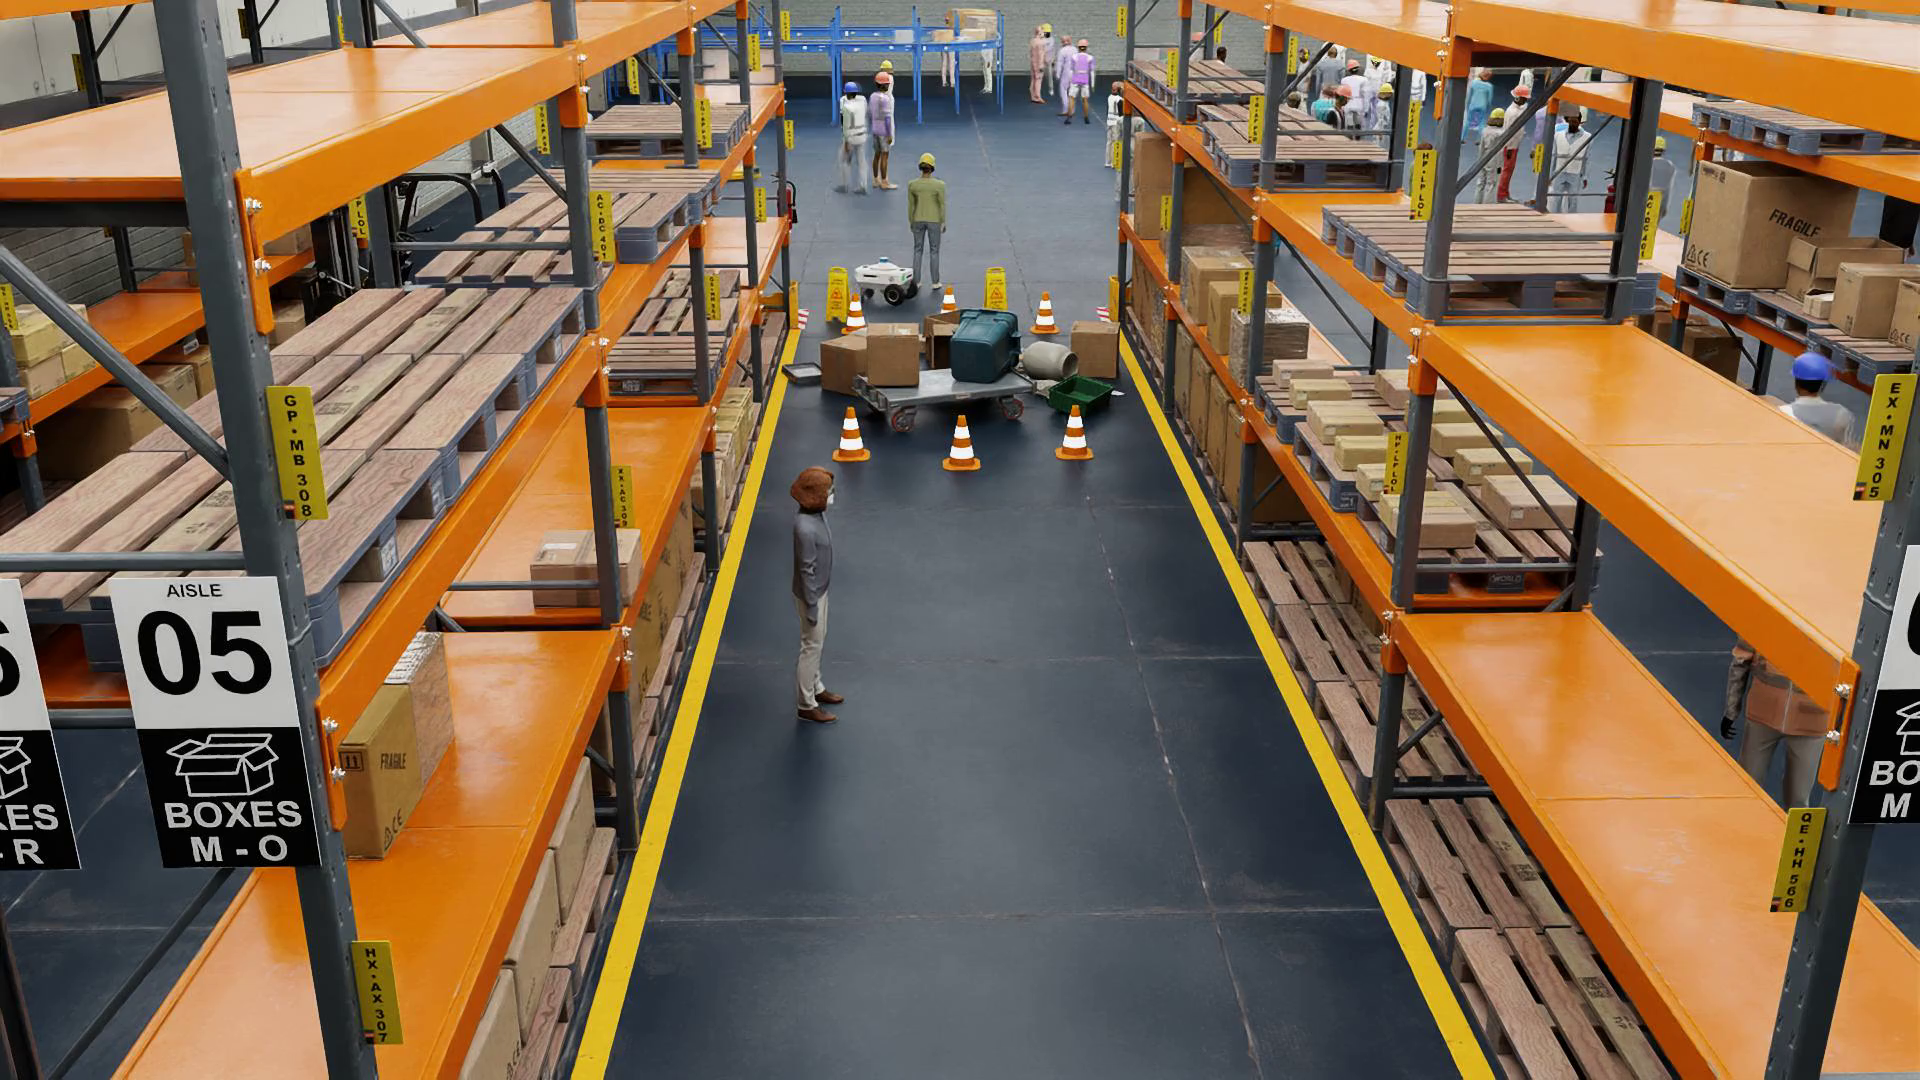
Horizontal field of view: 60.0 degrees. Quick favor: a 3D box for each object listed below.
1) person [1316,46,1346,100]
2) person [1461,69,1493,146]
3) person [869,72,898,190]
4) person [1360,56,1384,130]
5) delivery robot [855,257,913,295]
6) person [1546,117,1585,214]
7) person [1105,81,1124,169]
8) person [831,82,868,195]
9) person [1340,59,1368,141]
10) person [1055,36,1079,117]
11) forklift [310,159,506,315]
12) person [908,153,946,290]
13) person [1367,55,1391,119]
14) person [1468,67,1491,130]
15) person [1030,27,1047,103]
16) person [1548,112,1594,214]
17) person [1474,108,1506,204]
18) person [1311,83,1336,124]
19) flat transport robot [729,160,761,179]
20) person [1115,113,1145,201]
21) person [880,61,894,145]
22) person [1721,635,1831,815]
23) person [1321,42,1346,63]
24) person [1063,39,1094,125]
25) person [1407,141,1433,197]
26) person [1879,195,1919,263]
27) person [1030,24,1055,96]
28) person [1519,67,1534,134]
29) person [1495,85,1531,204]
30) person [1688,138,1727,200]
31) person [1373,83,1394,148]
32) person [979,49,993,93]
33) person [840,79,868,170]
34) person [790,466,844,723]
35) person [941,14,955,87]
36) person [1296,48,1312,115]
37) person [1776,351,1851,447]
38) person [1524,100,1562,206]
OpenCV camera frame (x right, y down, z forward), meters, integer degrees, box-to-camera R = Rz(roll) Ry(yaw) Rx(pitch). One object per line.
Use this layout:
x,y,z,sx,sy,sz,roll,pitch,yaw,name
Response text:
8.119,-9.850,36.534,0.631,1.935,0.362,6,21,15,person
10.913,-9.119,35.086,0.571,1.587,0.308,8,22,21,person
-1.367,-7.264,29.552,0.377,2.044,0.608,-13,24,-30,person
9.147,-9.867,36.829,0.525,1.760,0.332,-9,22,-22,person
-0.964,-3.351,21.149,0.707,0.478,0.477,8,22,21,delivery robot
9.520,-5.861,26.121,0.429,1.846,0.625,-15,25,-35,person
2.991,-7.982,32.010,0.310,1.638,0.523,-9,22,-22,person
-1.952,-7.012,29.048,0.835,1.915,0.617,17,26,37,person
7.955,-8.743,33.670,0.574,1.887,0.793,6,21,15,person
2.610,-11.202,40.182,0.451,1.891,0.730,17,26,37,person
-5.622,-2.910,17.832,2.313,2.155,1.214,-1,21,-1,forklift
-0.427,-4.162,21.753,0.518,1.757,0.337,7,22,17,person
10.031,-11.093,39.947,0.587,1.857,0.842,2,21,4,person
11.780,-10.253,37.653,0.392,1.910,0.598,-6,21,-15,person
2.040,-12.264,42.957,0.400,1.910,0.643,-6,22,-15,person
9.174,-5.503,25.069,0.600,1.917,0.377,13,24,30,person
8.561,-6.063,26.796,0.321,1.741,0.489,-9,22,-21,person
6.504,-7.273,29.885,0.600,1.819,0.508,-5,21,-12,person
-4.233,-6.989,31.289,0.652,0.197,1.431,-8,22,-19,flat transport robot
2.897,-6.665,28.407,0.490,1.730,0.324,3,21,7,person
-1.542,-9.255,35.234,0.301,1.743,0.488,0,21,1,person
4.081,0.875,8.202,0.595,1.923,0.373,13,25,32,person
9.315,-11.743,41.541,0.629,1.936,0.373,-3,21,-9,person
2.772,-10.612,38.586,0.680,1.921,0.510,-2,21,-6,person
6.546,-4.874,23.802,0.279,1.633,0.498,14,25,33,person
11.125,-3.521,19.723,0.612,1.995,0.393,-11,23,-26,person
2.272,-12.981,44.911,0.637,1.876,0.963,-11,23,-26,person
12.598,-9.903,37.108,0.309,1.629,0.515,2,21,6,person
9.316,-6.651,28.019,0.410,1.981,0.629,10,23,24,person
11.883,-5.979,26.442,0.614,1.839,0.385,0,21,-1,person
7.770,-7.507,30.610,0.301,1.745,0.483,7,22,17,person
0.705,-13.096,45.369,0.342,1.748,0.573,-6,22,-16,person
-2.029,-7.929,31.789,0.531,1.697,0.320,-3,21,-8,person
-0.875,0.323,10.080,0.288,1.623,0.507,1,21,2,person
-0.307,-13.829,46.972,0.608,1.995,0.380,14,25,33,person
7.565,-9.921,36.812,0.329,1.874,0.507,-6,22,-15,person
5.760,-0.328,11.403,0.624,1.920,0.903,-1,21,-3,person
9.797,-6.580,27.890,0.635,1.936,0.353,-15,25,-35,person
